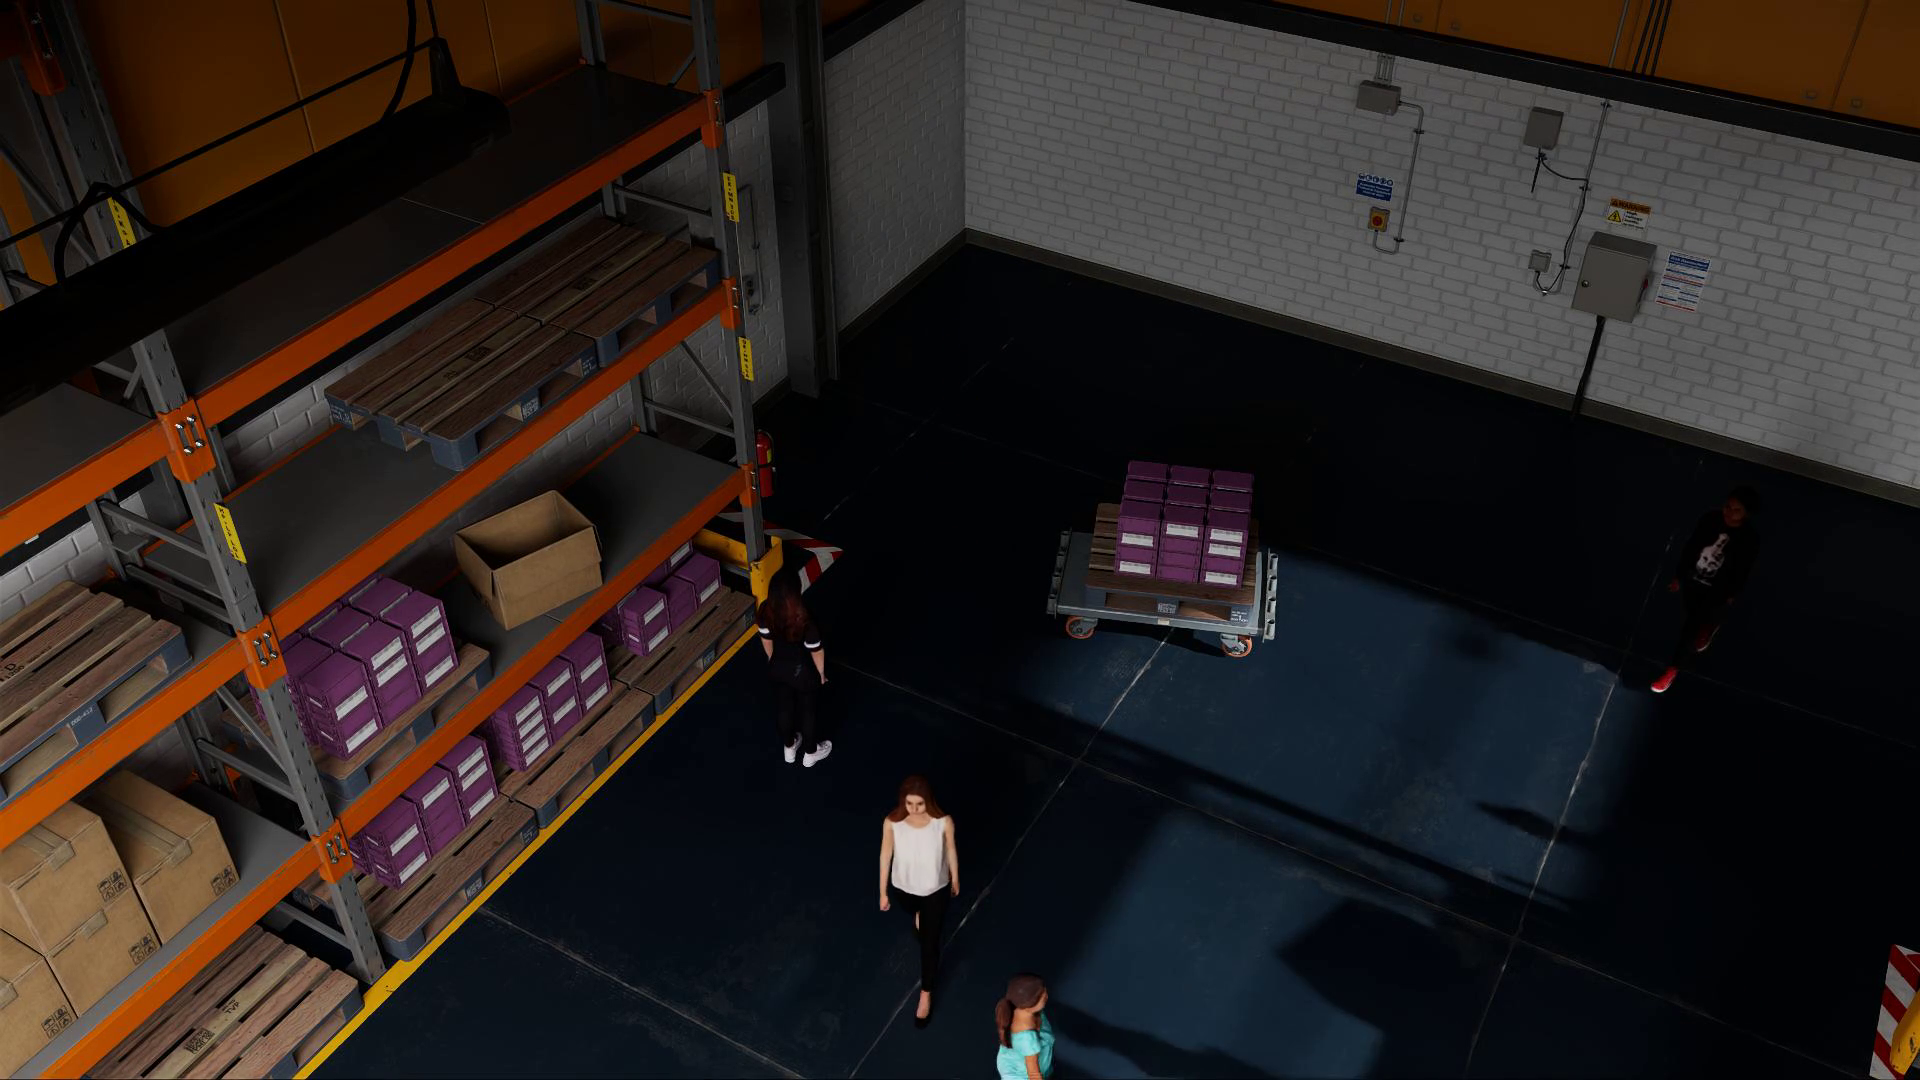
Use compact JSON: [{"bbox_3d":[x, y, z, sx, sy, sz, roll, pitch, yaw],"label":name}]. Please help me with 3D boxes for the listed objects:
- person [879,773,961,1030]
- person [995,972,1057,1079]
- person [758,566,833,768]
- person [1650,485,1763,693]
[{"bbox_3d":[-0.228,1.897,9.535,0.894,1.684,1.187,4,39,6],"label":"person"},{"bbox_3d":[0.253,2.749,8.580,0.750,1.546,0.690,-10,40,-12],"label":"person"},{"bbox_3d":[-1.084,0.837,10.900,0.625,1.638,0.609,15,41,18],"label":"person"},{"bbox_3d":[5.261,0.265,11.615,1.168,1.639,0.859,-26,46,-29],"label":"person"}]
